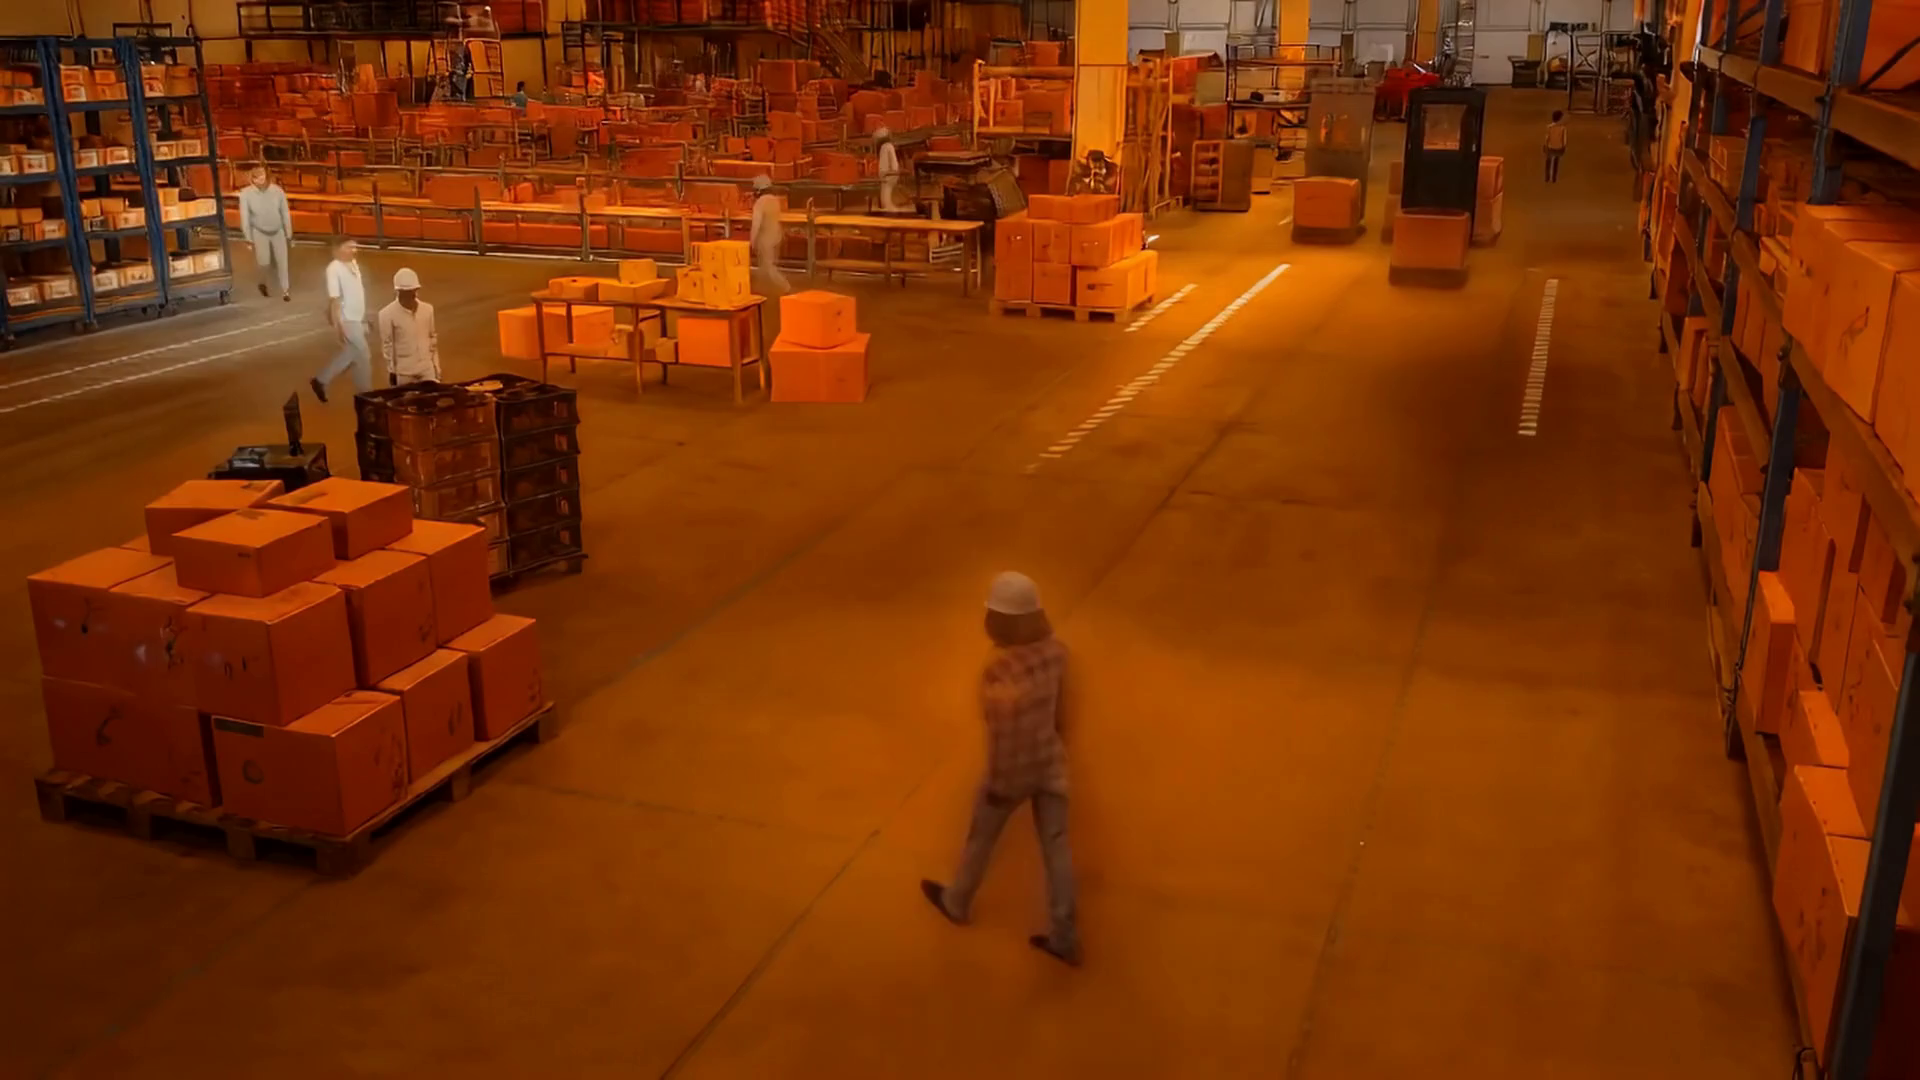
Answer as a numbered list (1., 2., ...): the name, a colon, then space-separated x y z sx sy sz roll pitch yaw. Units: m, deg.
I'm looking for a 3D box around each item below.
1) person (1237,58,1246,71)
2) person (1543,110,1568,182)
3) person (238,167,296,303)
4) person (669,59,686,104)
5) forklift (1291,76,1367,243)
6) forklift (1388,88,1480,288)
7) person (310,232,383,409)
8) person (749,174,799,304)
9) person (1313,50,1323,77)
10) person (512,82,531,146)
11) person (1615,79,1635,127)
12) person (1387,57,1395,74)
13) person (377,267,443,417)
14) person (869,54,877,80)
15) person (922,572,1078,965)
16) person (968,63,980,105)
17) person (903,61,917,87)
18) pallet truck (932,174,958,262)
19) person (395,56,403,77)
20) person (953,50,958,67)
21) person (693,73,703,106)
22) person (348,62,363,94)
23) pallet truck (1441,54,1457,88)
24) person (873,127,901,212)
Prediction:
1. person: 14.790 -24.643 87.272 0.634 1.842 0.429 -10 20 -29
2. person: 14.117 -9.355 39.490 0.534 1.680 0.392 7 19 21
3. person: -9.628 -4.248 23.124 0.672 1.877 0.531 -13 22 -35
4. person: -12.266 -19.916 72.295 0.724 1.922 0.553 2 18 6
5. forklift: 6.598 -6.755 29.381 1.129 2.768 1.873 6 19 19
6. forklift: 7.097 -5.262 24.688 1.129 2.768 1.873 6 19 19
7. person: -6.262 -2.223 16.878 0.810 1.813 0.571 0 18 1
8. person: -2.599 -4.093 22.770 0.826 1.803 0.591 6 19 18
9. person: 18.496 -24.317 85.998 0.611 1.996 0.378 -16 24 -41
10. person: -13.183 -12.808 50.039 0.530 1.871 0.323 -2 18 -8
11. person: 23.145 -15.088 57.530 0.702 1.678 0.540 17 24 42
12. person: 20.466 -22.014 79.000 0.581 1.850 0.533 -8 20 -25
13. person: -4.889 -1.565 14.898 0.339 1.752 0.564 14 22 37
14. person: -3.912 -20.945 75.329 0.396 2.038 0.614 4 18 12
15. person: 0.203 0.938 7.123 0.488 1.707 0.864 -14 22 -37
16. person: 0.549 -18.477 67.842 0.645 1.883 1.050 -17 24 -42
17. person: -1.971 -17.820 65.509 0.536 2.000 0.688 6 19 18
18. pallet truck: -0.507 -5.292 27.348 0.653 1.274 1.630 6 19 19
19. person: -25.619 -21.139 76.122 0.362 1.928 0.587 -7 19 -20
20. person: -0.106 -25.246 89.042 0.548 1.922 0.681 -2 18 -8
21. person: -9.489 -16.003 60.276 0.393 1.756 0.538 11 21 30
22. person: -25.376 -19.117 69.866 0.604 1.864 0.422 -5 18 -16
23. pallet truck: 22.765 -21.886 78.355 0.823 1.965 1.885 -4 18 -14
24. person: -1.292 -6.526 30.219 0.551 1.925 0.614 1 18 3
